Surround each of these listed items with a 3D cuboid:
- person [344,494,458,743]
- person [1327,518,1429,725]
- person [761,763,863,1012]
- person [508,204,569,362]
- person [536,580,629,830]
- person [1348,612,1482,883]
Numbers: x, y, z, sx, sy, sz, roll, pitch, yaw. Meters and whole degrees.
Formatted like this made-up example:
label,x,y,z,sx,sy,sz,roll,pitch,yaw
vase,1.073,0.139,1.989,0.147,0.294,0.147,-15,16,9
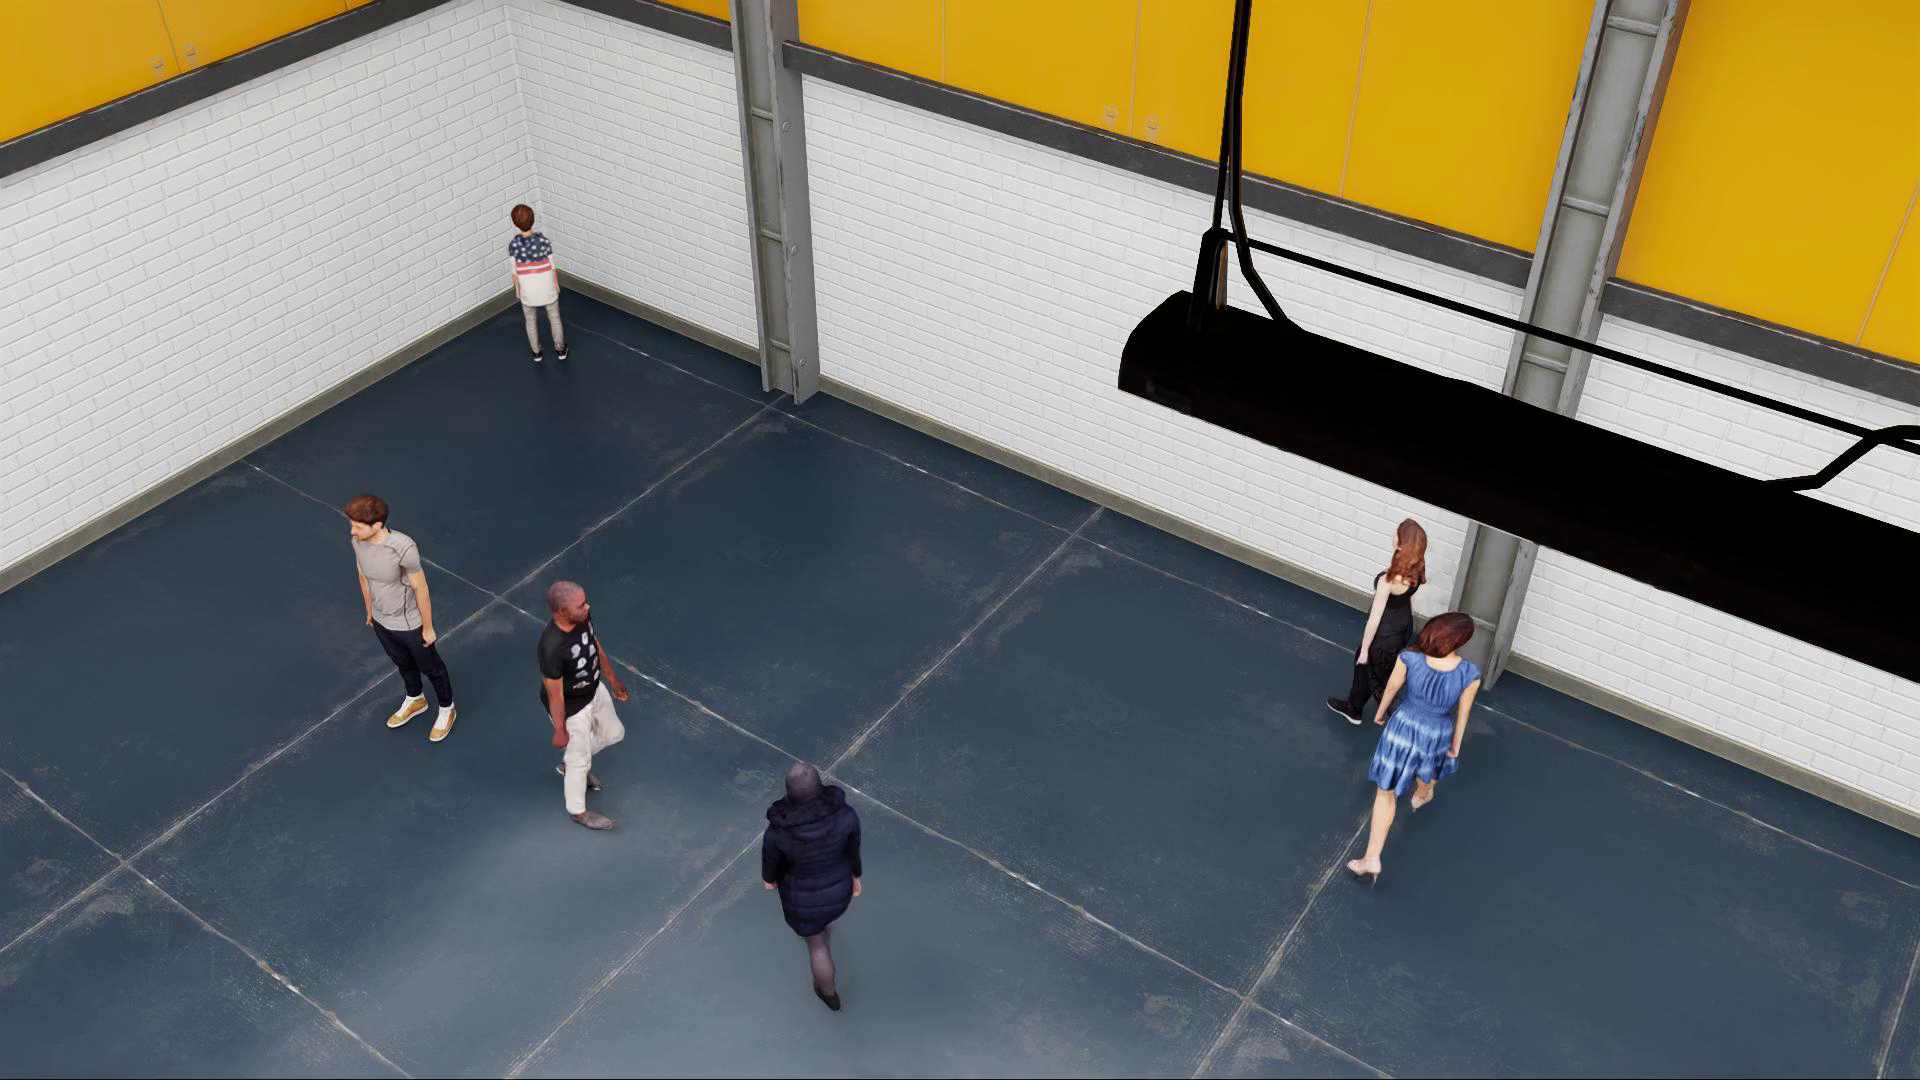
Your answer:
label,x,y,z,sx,sy,sz,roll,pitch,yaw
person,-3.491,0.461,10.385,0.547,1.887,0.759,15,41,18
person,2.720,0.633,10.300,0.733,1.724,1.105,-30,47,-32
person,-0.732,1.883,8.798,0.960,1.644,1.057,-16,41,-19
person,-3.569,-2.172,14.039,0.591,1.441,0.650,-7,39,-9
person,-2.332,0.935,9.869,0.848,1.790,0.798,13,40,16
person,2.608,1.213,9.550,1.129,1.754,0.999,6,39,7
